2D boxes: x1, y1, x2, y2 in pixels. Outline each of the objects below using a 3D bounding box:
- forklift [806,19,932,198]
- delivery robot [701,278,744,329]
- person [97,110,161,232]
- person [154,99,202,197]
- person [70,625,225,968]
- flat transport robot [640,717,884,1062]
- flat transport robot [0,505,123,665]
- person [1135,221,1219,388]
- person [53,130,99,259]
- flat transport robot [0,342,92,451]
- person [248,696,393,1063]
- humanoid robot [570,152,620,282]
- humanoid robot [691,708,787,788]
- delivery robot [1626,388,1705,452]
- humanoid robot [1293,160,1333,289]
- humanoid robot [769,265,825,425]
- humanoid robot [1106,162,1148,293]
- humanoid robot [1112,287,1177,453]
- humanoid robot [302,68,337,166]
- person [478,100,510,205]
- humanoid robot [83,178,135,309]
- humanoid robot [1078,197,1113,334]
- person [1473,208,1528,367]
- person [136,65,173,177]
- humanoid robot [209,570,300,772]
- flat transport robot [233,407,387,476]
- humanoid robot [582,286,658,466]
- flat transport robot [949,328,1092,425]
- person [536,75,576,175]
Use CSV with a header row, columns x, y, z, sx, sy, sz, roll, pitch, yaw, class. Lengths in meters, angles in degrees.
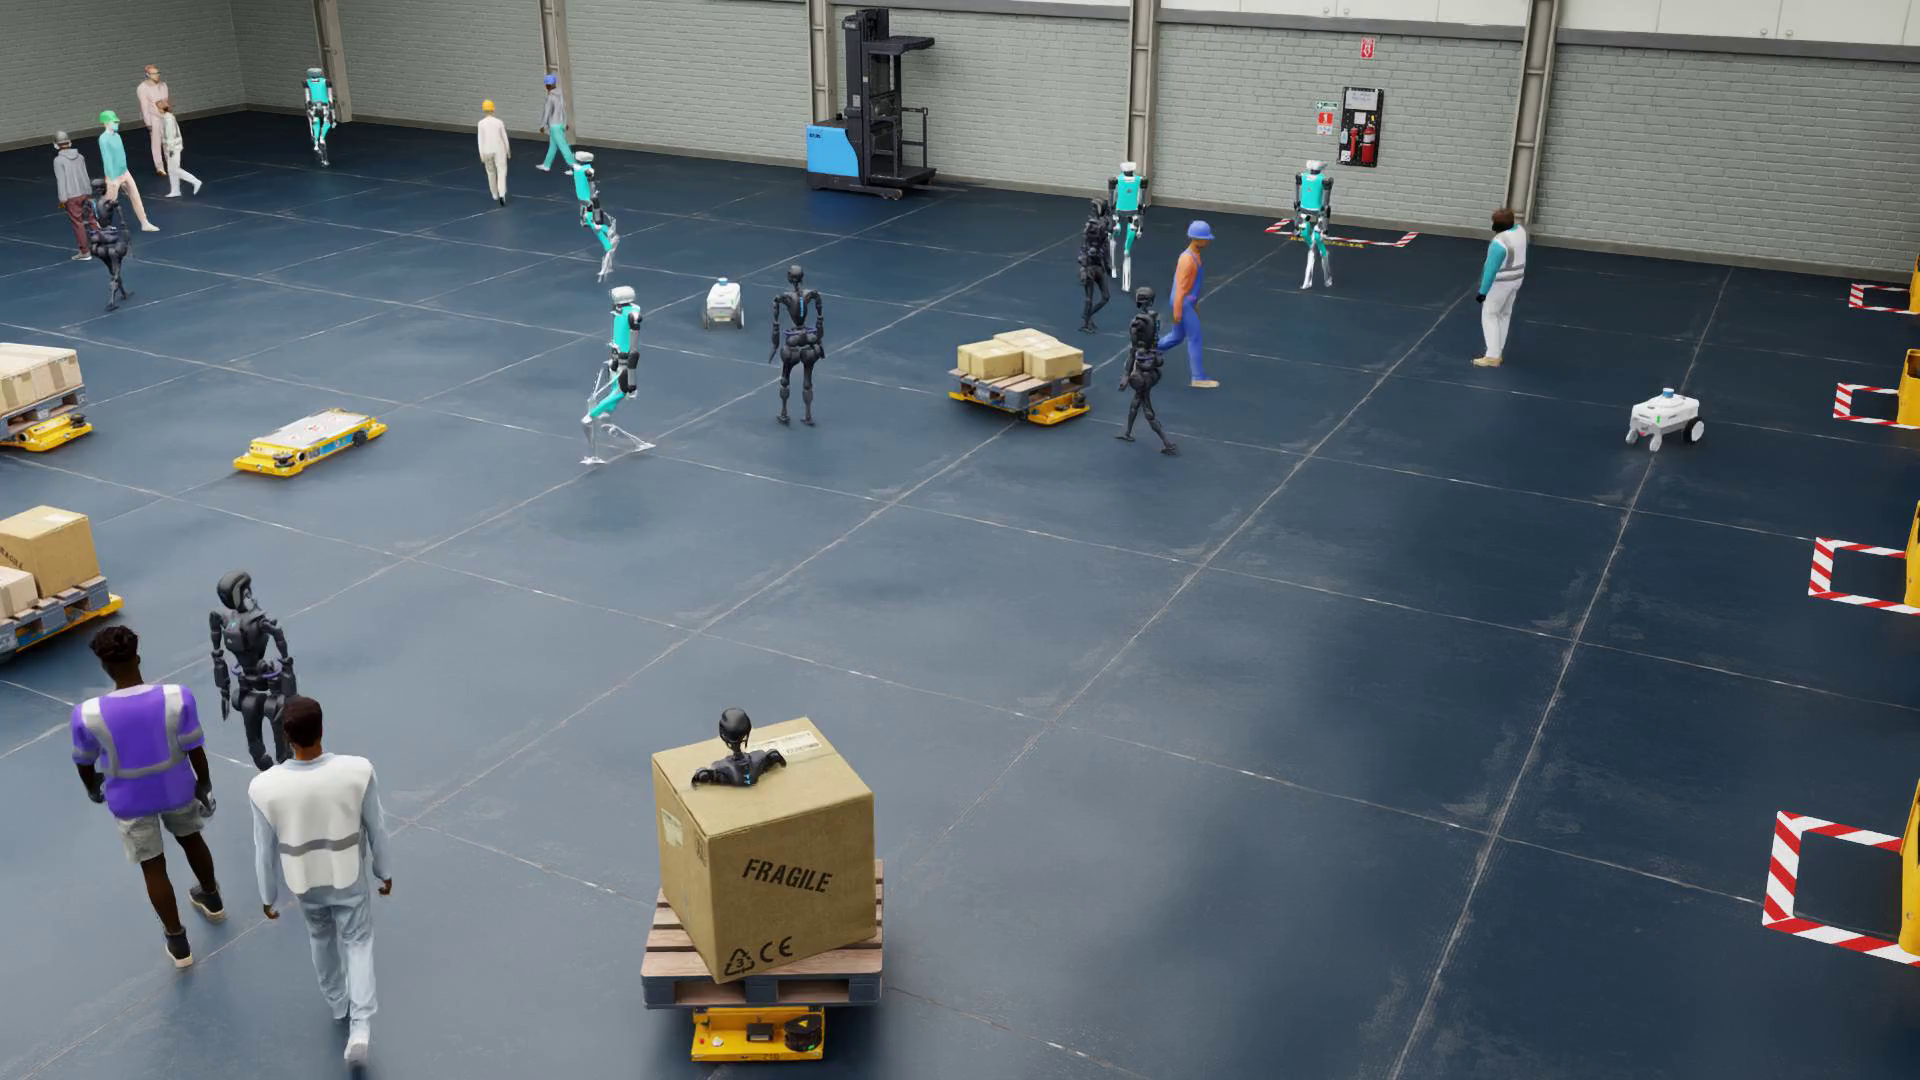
x,y,z,sx,sy,sz,roll,pitch,yaw,class
-1.573,-7.292,27.850,1.873,2.768,1.129,12,26,25,forklift
-2.930,-2.934,20.643,0.499,0.603,0.803,0,23,-1,delivery robot
-12.751,-5.559,25.119,0.971,1.829,0.523,3,23,8,person
-12.995,-6.483,27.532,0.513,1.624,0.530,-14,27,-29,person
-4.349,1.348,8.906,0.627,1.929,0.661,-15,27,-31,person
-1.012,2.253,8.919,0.659,0.231,1.431,-1,23,-1,flat transport robot
-7.253,0.641,12.671,0.659,0.231,1.431,10,25,23,flat transport robot
2.394,-2.583,18.174,0.912,1.871,0.526,5,24,11,person
-12.568,-4.896,23.605,0.367,1.810,0.538,9,25,20,person
-9.629,-1.144,16.825,1.431,0.231,0.659,7,24,15,flat transport robot
-3.123,1.683,8.205,0.613,1.885,0.783,-6,24,-14,person
-4.821,-4.356,22.519,0.746,1.838,0.542,-17,29,-35,humanoid robot
-1.117,1.619,8.591,0.599,1.657,0.315,-12,26,-25,humanoid robot
7.061,-1.219,16.658,0.814,0.610,0.499,-15,28,-31,delivery robot
4.771,-4.133,22.047,0.549,1.875,0.822,19,30,37,humanoid robot
-1.669,-2.000,17.036,0.602,1.646,0.453,-11,25,-23,humanoid robot
2.149,-4.216,22.193,0.530,1.767,0.998,-3,23,-6,humanoid robot
1.839,-1.671,16.349,0.786,1.639,0.599,15,28,32,humanoid robot
-11.488,-7.492,29.782,0.542,1.800,0.825,0,23,0,humanoid robot
-7.592,-6.323,27.117,0.476,1.669,0.817,-5,24,-11,person
-10.909,-3.813,21.315,0.611,1.621,0.783,2,23,6,humanoid robot
1.626,-3.321,20.106,0.338,1.643,0.601,16,28,32,humanoid robot
6.152,-2.884,18.937,0.704,1.812,0.431,-18,29,-36,person
-14.053,-7.370,29.247,0.409,1.910,0.637,9,25,19,person
-4.285,0.926,10.238,0.586,1.642,0.375,6,24,13,humanoid robot
-6.409,-0.977,16.438,0.659,0.231,1.431,9,25,20,flat transport robot
-3.401,-1.507,15.863,0.982,1.763,0.540,-13,26,-27,humanoid robot
0.629,-1.531,17.727,1.431,0.231,0.659,20,30,39,flat transport robot
-7.170,-7.330,29.372,0.917,1.720,0.558,6,24,15,person
